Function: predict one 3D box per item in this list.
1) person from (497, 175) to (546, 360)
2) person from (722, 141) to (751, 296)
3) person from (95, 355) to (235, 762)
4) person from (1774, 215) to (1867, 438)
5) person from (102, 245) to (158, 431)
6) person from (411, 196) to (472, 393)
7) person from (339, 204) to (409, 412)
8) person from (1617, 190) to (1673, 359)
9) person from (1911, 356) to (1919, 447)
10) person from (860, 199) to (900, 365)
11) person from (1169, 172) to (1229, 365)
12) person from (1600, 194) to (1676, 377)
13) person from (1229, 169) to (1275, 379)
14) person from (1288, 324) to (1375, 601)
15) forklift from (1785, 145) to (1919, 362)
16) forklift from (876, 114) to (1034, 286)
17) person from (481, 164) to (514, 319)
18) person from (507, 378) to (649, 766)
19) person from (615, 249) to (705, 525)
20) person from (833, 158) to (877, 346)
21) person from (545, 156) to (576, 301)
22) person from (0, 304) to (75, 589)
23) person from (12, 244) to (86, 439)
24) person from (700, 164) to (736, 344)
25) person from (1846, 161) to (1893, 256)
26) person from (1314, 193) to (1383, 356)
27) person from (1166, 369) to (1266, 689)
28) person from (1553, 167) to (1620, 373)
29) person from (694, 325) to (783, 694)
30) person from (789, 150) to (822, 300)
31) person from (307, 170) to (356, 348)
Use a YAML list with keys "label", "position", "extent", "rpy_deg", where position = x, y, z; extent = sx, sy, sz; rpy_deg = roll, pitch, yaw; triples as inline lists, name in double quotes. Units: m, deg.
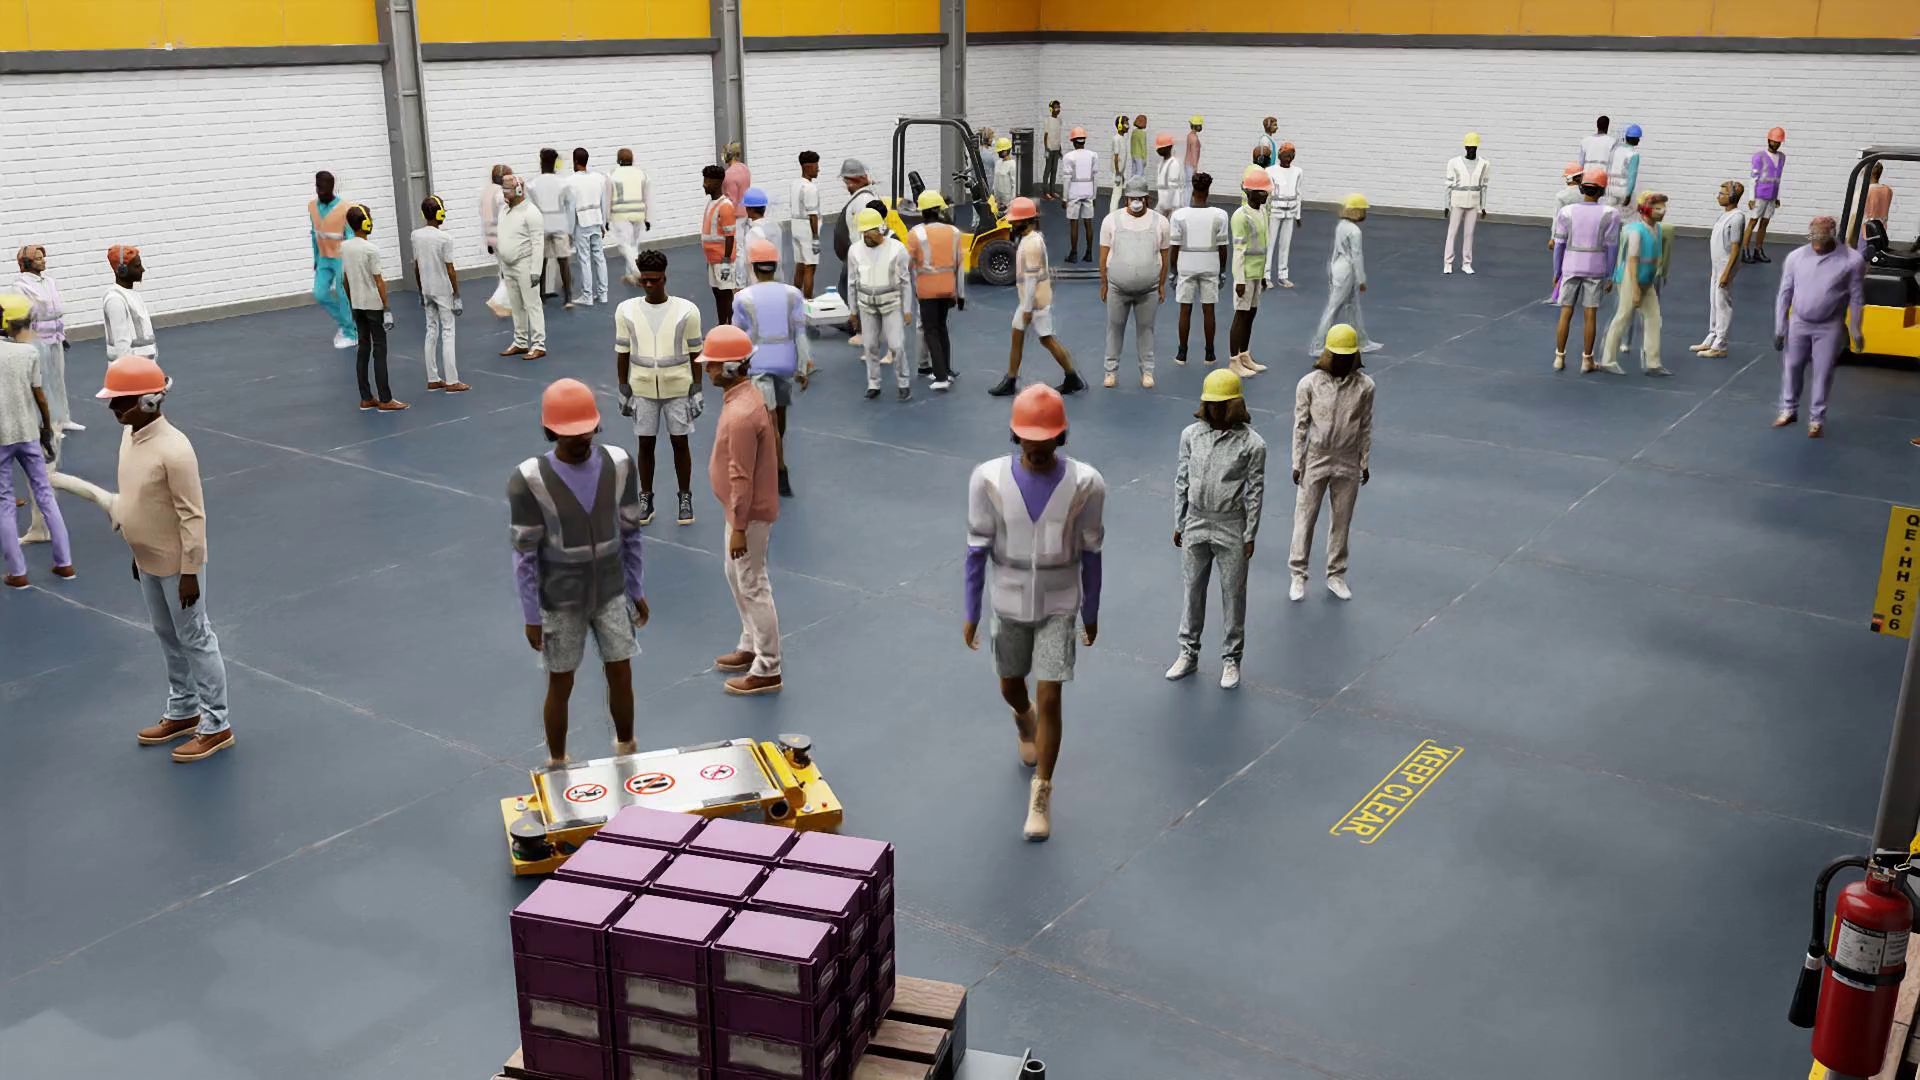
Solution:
- label: "person"
  position: [-4.606, -2.845, 17.372]
  extent: [0.638, 1.909, 0.408]
  rpy_deg: [14, 22, 37]
- label: "person"
  position: [-2.858, -4.097, 21.237]
  extent: [0.370, 1.940, 0.627]
  rpy_deg: [4, 18, 13]
- label: "person"
  position: [-3.853, 0.088, 8.058]
  extent: [0.612, 1.995, 0.382]
  rpy_deg: [14, 22, 37]
- label: "person"
  position: [7.409, -1.838, 14.308]
  extent: [0.742, 1.881, 0.551]
  rpy_deg: [16, 24, 41]
- label: "person"
  position: [-6.197, -1.273, 12.508]
  extent: [0.342, 1.878, 0.578]
  rpy_deg: [-4, 18, -13]
- label: "person"
  position: [-4.959, -2.326, 15.833]
  extent: [0.512, 1.858, 0.326]
  rpy_deg: [8, 20, 25]
- label: "person"
  position: [-5.344, -2.096, 15.084]
  extent: [0.513, 1.875, 0.328]
  rpy_deg: [10, 20, 28]
- label: "person"
  position: [7.164, -2.782, 17.442]
  extent: [0.535, 1.740, 0.761]
  rpy_deg: [4, 18, 13]
- label: "person"
  position: [8.233, -1.556, 13.782]
  extent: [0.507, 1.633, 0.276]
  rpy_deg: [3, 18, 9]
- label: "person"
  position: [-0.833, -2.655, 17.130]
  extent: [0.533, 1.694, 0.319]
  rpy_deg: [15, 23, 40]
- label: "person"
  position: [2.438, -2.771, 17.043]
  extent: [0.603, 1.966, 0.368]
  rpy_deg: [2, 18, 6]
- label: "person"
  position: [6.794, -2.495, 16.426]
  extent: [0.588, 1.810, 0.826]
  rpy_deg: [-16, 24, -41]
- label: "person"
  position: [2.898, -2.639, 16.508]
  extent: [0.375, 2.043, 0.611]
  rpy_deg: [11, 21, 30]
- label: "person"
  position: [2.282, -0.468, 10.205]
  extent: [0.492, 1.740, 0.325]
  rpy_deg: [-1, 18, -3]
- label: "forklift"
  position: [9.803, -2.879, 17.013]
  extent: [2.313, 2.155, 1.214]
  rpy_deg: [12, 21, 33]
- label: "forklift"
  position: [-0.171, -4.594, 22.377]
  extent: [2.313, 2.155, 1.214]
  rpy_deg: [1, 18, 3]
- label: "person"
  position: [-5.404, -3.504, 19.583]
  extent: [0.577, 1.814, 0.632]
  rpy_deg: [-14, 22, -37]
- label: "person"
  position: [-1.697, 0.254, 7.519]
  extent: [0.615, 2.029, 0.428]
  rpy_deg: [-12, 21, -33]
- label: "person"
  position: [-2.106, -1.066, 11.711]
  extent: [0.610, 1.963, 0.362]
  rpy_deg: [-1, 18, -2]
- label: "person"
  position: [-1.102, -3.124, 18.029]
  extent: [0.541, 2.000, 0.695]
  rpy_deg: [1, 18, 2]
- label: "person"
  position: [-5.097, -3.974, 21.099]
  extent: [0.599, 1.779, 0.923]
  rpy_deg: [8, 19, 23]
- label: "person"
  position: [-5.968, -0.610, 10.467]
  extent: [0.524, 1.859, 0.317]
  rpy_deg: [-16, 24, -41]
- label: "person"
  position: [-7.814, -1.695, 14.201]
  extent: [0.307, 1.645, 0.514]
  rpy_deg: [1, 18, 4]
- label: "person"
  position: [-2.596, -3.045, 17.901]
  extent: [0.367, 1.966, 0.607]
  rpy_deg: [-9, 20, -26]
- label: "person"
  position: [10.754, -3.560, 19.732]
  extent: [0.560, 1.837, 0.389]
  rpy_deg: [-7, 19, -20]
- label: "person"
  position: [4.152, -2.771, 17.454]
  extent: [0.856, 1.698, 0.500]
  rpy_deg: [-1, 18, -4]
- label: "person"
  position: [1.372, -0.060, 8.926]
  extent: [0.487, 1.744, 0.294]
  rpy_deg: [9, 20, 25]
- label: "person"
  position: [6.264, -2.701, 16.702]
  extent: [0.607, 2.044, 0.379]
  rpy_deg: [10, 20, 28]
- label: "person"
  position: [-1.166, -0.157, 8.841]
  extent: [0.405, 1.983, 0.619]
  rpy_deg: [-3, 18, -10]
- label: "person"
  position: [-1.805, -3.598, 19.671]
  extent: [0.367, 1.939, 0.609]
  rpy_deg: [-9, 20, -26]
- label: "person"
  position: [-6.732, -3.014, 17.908]
  extent: [0.619, 1.901, 0.458]
  rpy_deg: [7, 19, 21]
